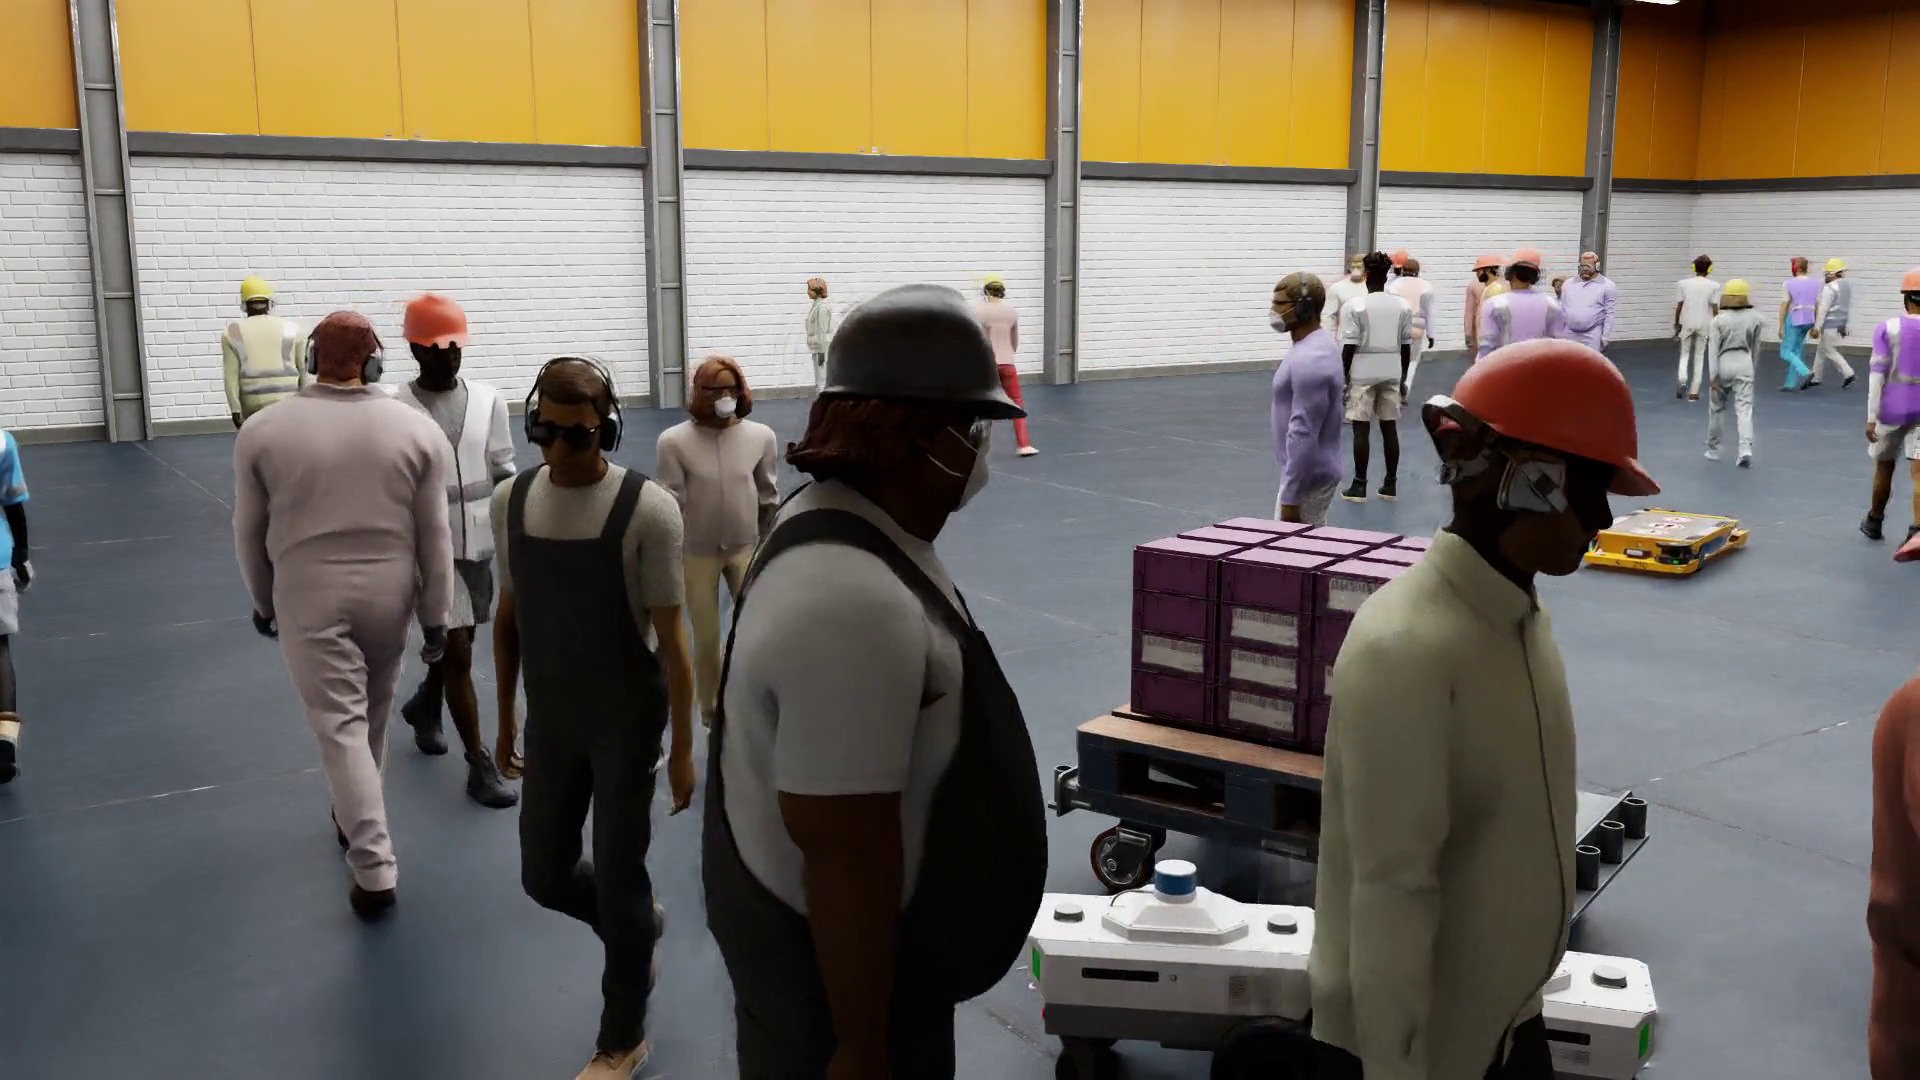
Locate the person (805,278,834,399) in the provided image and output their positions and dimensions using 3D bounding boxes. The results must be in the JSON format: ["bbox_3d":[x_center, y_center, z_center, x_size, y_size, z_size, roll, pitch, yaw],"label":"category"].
[{"bbox_3d":[-1.536,-2.053,18.259,0.314,1.629,0.509,-3,11,-16],"label":"person"}]

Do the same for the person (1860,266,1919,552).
[{"bbox_3d":[6.319,-0.867,11.065,0.569,1.881,1.014,3,11,15],"label":"person"}]

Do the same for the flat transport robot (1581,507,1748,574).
[{"bbox_3d":[4.571,-0.011,10.783,0.652,0.197,1.431,8,13,38],"label":"flat transport robot"}]

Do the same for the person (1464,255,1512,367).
[{"bbox_3d":[6.505,-2.566,20.445,0.655,1.855,0.963,2,10,10],"label":"person"}]

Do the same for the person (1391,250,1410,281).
[{"bbox_3d":[5.990,-3.016,22.845,0.350,1.901,0.732,-1,10,-4],"label":"person"}]

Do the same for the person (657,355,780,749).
[{"bbox_3d":[-0.961,0.071,6.651,0.510,1.621,0.384,-4,11,-20],"label":"person"}]

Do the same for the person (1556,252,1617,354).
[{"bbox_3d":[7.169,-2.351,19.137,0.642,1.906,0.410,8,13,37],"label":"person"}]

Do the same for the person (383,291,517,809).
[{"bbox_3d":[-1.977,-0.002,6.333,0.555,1.896,0.991,-9,14,-40],"label":"person"}]

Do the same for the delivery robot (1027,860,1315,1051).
[{"bbox_3d":[0.520,1.026,4.066,0.707,0.478,0.477,1,10,8],"label":"delivery robot"}]

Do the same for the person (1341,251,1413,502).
[{"bbox_3d":[3.250,-1.277,13.076,0.611,1.964,0.364,-2,11,-13],"label":"person"}]

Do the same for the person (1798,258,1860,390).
[{"bbox_3d":[11.937,-2.940,22.679,0.611,1.797,0.830,-8,13,-38],"label":"person"}]

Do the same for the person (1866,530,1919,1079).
[{"bbox_3d":[1.330,0.779,1.944,0.923,1.922,0.617,-10,14,-44],"label":"person"}]

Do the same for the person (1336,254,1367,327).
[{"bbox_3d":[5.091,-2.738,21.399,0.652,1.866,0.984,7,12,33],"label":"person"}]

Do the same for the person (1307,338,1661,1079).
[{"bbox_3d":[0.630,0.670,2.482,0.850,1.945,0.617,9,14,40],"label":"person"}]

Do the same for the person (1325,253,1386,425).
[{"bbox_3d":[4.466,-2.283,18.780,0.638,1.908,0.967,5,11,23],"label":"person"}]

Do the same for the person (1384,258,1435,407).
[{"bbox_3d":[5.327,-2.472,20.034,0.745,1.815,0.512,2,11,10],"label":"person"}]

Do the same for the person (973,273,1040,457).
[{"bbox_3d":[0.336,-1.625,15.631,0.794,1.733,0.372,-5,11,-25],"label":"person"}]

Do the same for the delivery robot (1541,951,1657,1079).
[{"bbox_3d":[1.212,1.071,3.821,0.707,0.478,0.477,3,11,17],"label":"delivery robot"}]

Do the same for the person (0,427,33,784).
[{"bbox_3d":[-3.814,0.103,6.333,0.536,1.668,0.757,-8,13,-36],"label":"person"}]

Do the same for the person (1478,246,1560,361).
[{"bbox_3d":[4.133,-1.157,12.316,0.614,2.016,0.587,-1,10,-8],"label":"person"}]

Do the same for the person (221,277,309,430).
[{"bbox_3d":[-5.147,-1.055,12.376,0.591,1.790,0.939,-5,11,-25],"label":"person"}]

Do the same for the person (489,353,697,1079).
[{"bbox_3d":[-0.865,0.439,4.092,0.568,1.815,0.530,3,11,15],"label":"person"}]

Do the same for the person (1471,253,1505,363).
[{"bbox_3d":[5.778,-2.154,18.063,0.519,1.909,0.550,2,11,12],"label":"person"}]

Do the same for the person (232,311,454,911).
[{"bbox_3d":[-1.964,0.197,5.338,0.626,1.842,1.016,-6,12,-32],"label":"person"}]

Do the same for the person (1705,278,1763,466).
[{"bbox_3d":[7.107,-1.546,15.267,0.480,1.706,0.880,2,11,10],"label":"person"}]

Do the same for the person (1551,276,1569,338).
[{"bbox_3d":[7.180,-2.330,19.821,0.367,1.613,0.522,-8,13,-38],"label":"person"}]

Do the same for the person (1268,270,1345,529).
[{"bbox_3d":[1.547,-0.244,7.527,0.374,1.932,0.636,3,11,14],"label":"person"}]

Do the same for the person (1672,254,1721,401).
[{"bbox_3d":[9.313,-2.676,21.053,0.541,1.855,0.432,6,12,32],"label":"person"}]

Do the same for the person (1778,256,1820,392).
[{"bbox_3d":[11.178,-2.853,22.114,0.572,1.826,0.628,-3,11,-17],"label":"person"}]
